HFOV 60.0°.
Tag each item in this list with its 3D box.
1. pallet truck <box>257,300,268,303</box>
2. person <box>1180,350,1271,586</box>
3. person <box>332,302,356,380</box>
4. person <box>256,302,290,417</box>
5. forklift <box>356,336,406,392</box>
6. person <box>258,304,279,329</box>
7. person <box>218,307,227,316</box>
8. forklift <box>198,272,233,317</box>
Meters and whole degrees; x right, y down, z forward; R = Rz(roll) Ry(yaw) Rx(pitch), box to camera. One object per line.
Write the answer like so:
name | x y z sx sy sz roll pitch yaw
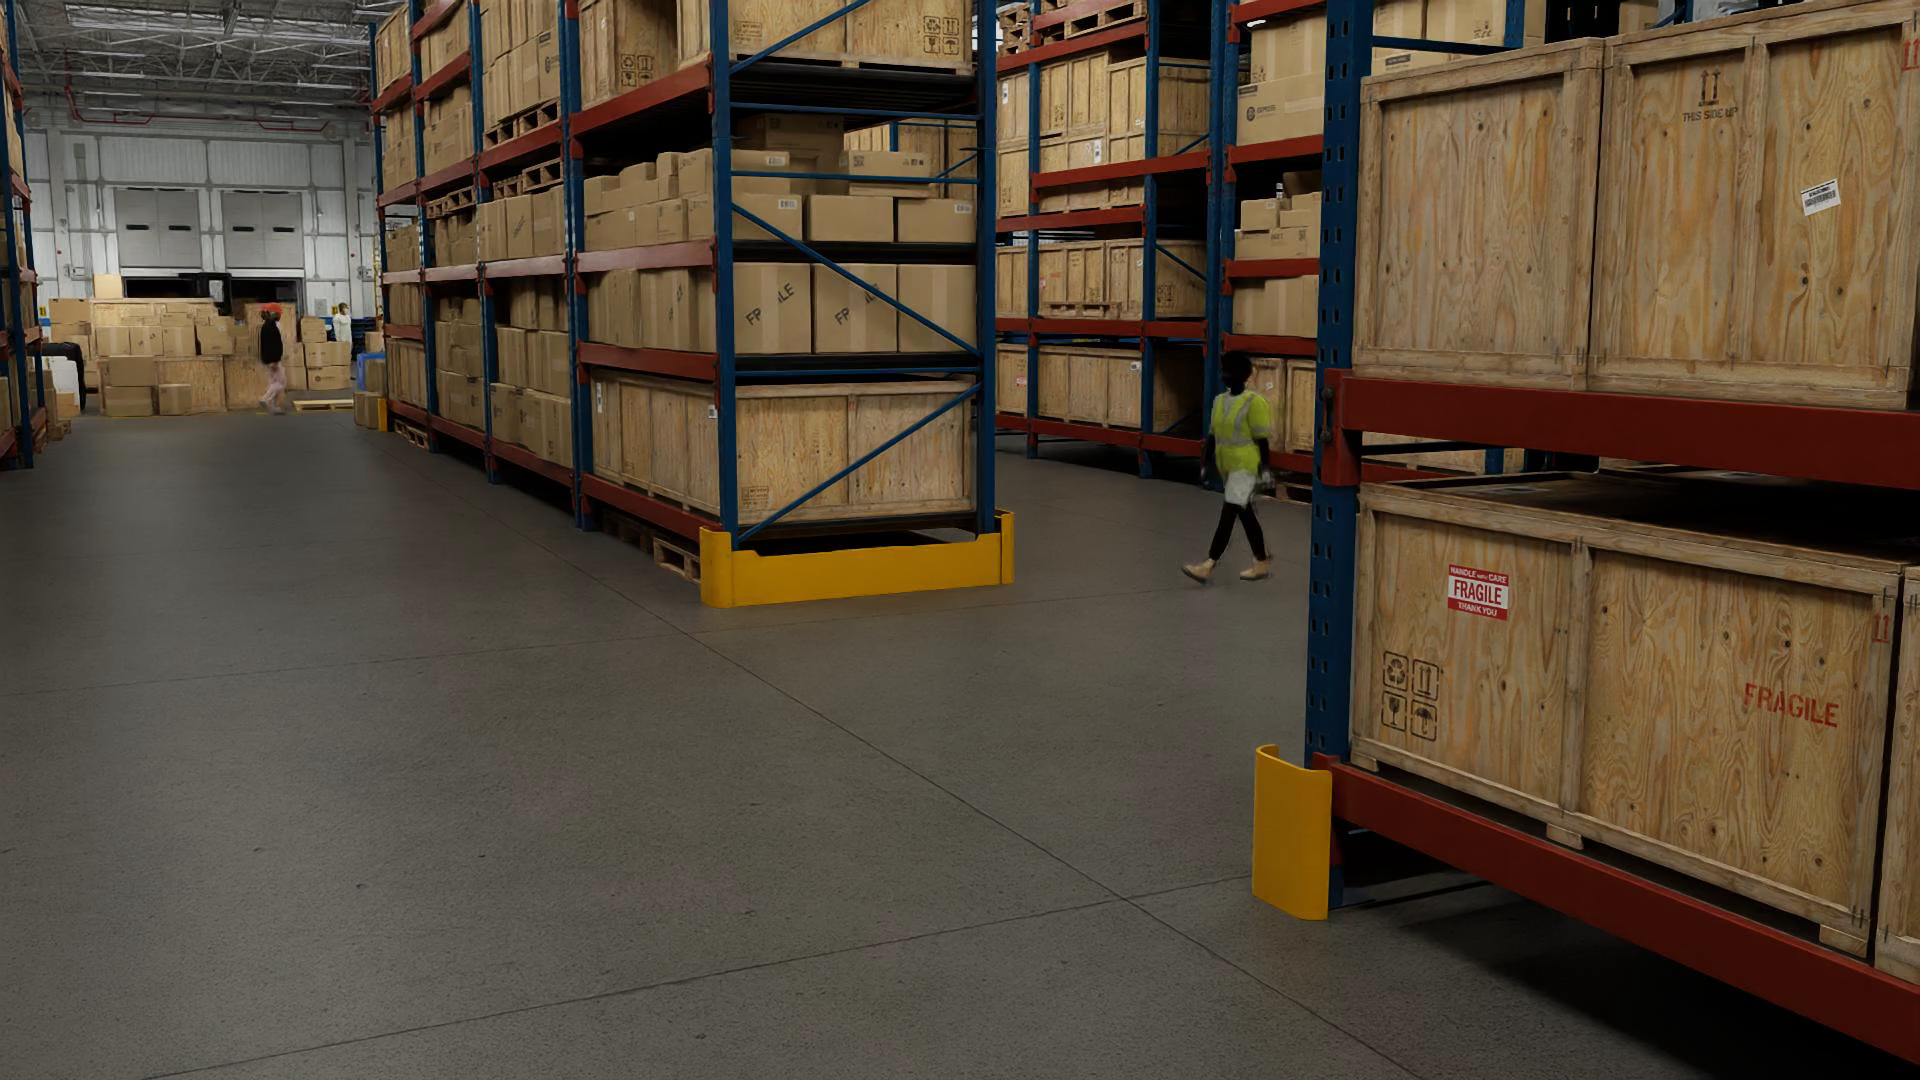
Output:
pallet truck | -23.913 -7.404 58.171 1.885 1.965 0.823 -1 8 -9
person | 1.886 -0.502 11.716 0.874 1.649 0.550 -4 9 -27
person | -15.246 -4.909 41.171 0.372 1.940 0.631 2 8 12
person | -11.769 -3.079 28.443 0.508 1.972 0.614 -7 11 -38
forklift | -9.441 -3.580 28.777 1.873 2.768 1.129 -4 9 -26
person | -13.533 -3.664 32.639 0.441 1.922 0.553 1 8 8
person | -15.301 -3.894 34.504 0.621 1.845 0.429 7 11 42
forklift | -22.637 -6.767 50.750 1.873 2.768 1.129 5 9 29
